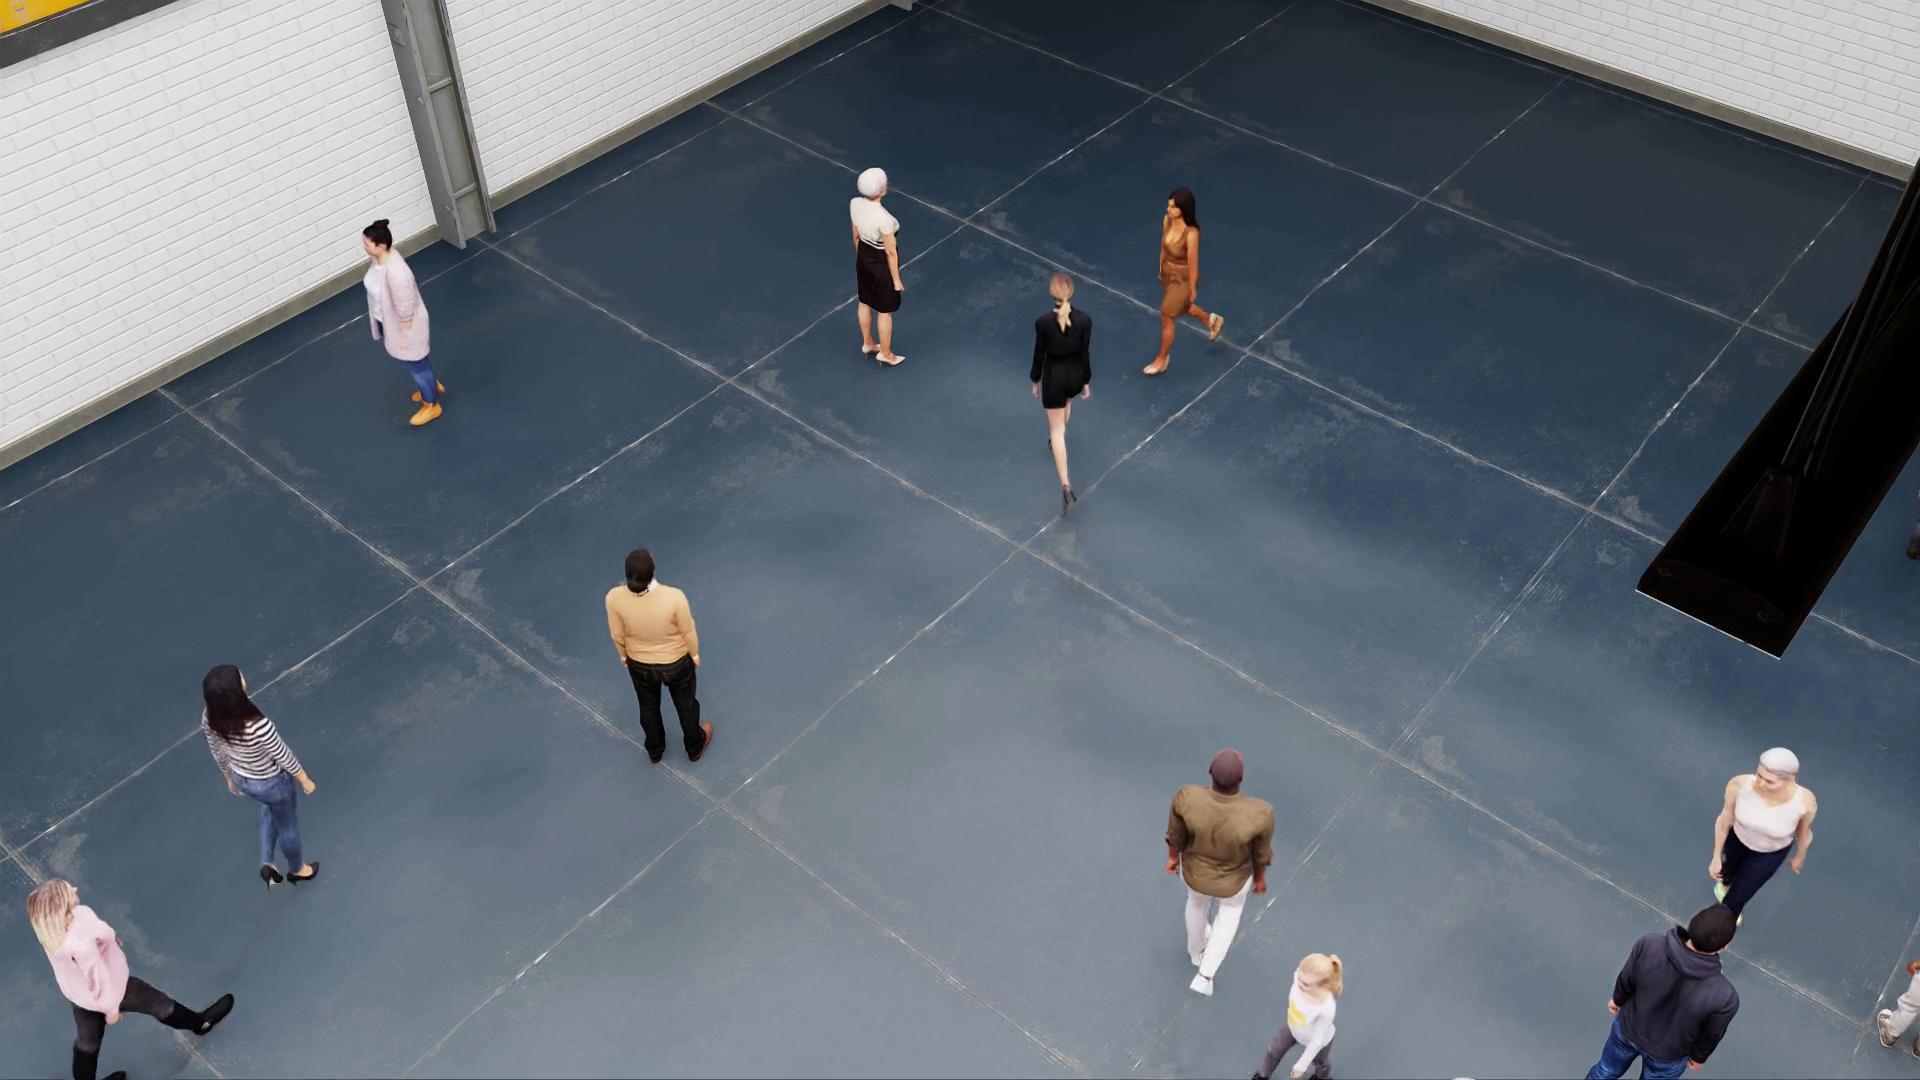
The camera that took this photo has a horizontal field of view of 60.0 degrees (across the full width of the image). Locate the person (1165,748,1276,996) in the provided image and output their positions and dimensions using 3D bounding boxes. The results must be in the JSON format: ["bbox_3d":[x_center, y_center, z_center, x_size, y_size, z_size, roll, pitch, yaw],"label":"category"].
[{"bbox_3d":[1.342,1.804,8.794,0.879,1.812,0.953,15,46,15],"label":"person"}]

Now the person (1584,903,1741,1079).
[{"bbox_3d":[3.393,2.393,8.115,0.680,1.894,0.583,34,53,30],"label":"person"}]

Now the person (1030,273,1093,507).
[{"bbox_3d":[0.742,-1.034,11.845,1.124,1.712,1.093,-8,44,-8],"label":"person"}]

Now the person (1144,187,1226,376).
[{"bbox_3d":[1.774,-2.025,12.919,1.066,1.664,0.829,-19,47,-18],"label":"person"}]

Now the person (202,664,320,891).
[{"bbox_3d":[-3.899,1.421,9.217,0.713,1.782,0.770,13,45,13],"label":"person"}]

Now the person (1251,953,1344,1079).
[{"bbox_3d":[1.840,2.481,8.486,0.864,1.255,0.680,-22,48,-22],"label":"person"}]

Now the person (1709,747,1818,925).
[{"bbox_3d":[4.359,1.642,9.082,0.685,1.648,1.044,21,48,21],"label":"person"}]

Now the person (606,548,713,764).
[{"bbox_3d":[-1.808,0.705,9.989,0.757,1.755,0.803,-1,44,-1],"label":"person"}]

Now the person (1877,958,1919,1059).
[{"bbox_3d":[5.160,2.271,8.667,0.522,1.310,0.520,22,48,21],"label":"person"}]

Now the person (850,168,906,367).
[{"bbox_3d":[-0.655,-2.109,12.942,0.551,1.756,0.646,-34,53,-30],"label":"person"}]

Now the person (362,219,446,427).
[{"bbox_3d":[-4.160,-1.665,12.483,0.753,1.744,0.780,-23,48,-23],"label":"person"}]

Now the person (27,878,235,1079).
[{"bbox_3d":[-4.427,2.307,8.391,0.681,1.639,1.127,25,49,24],"label":"person"}]
